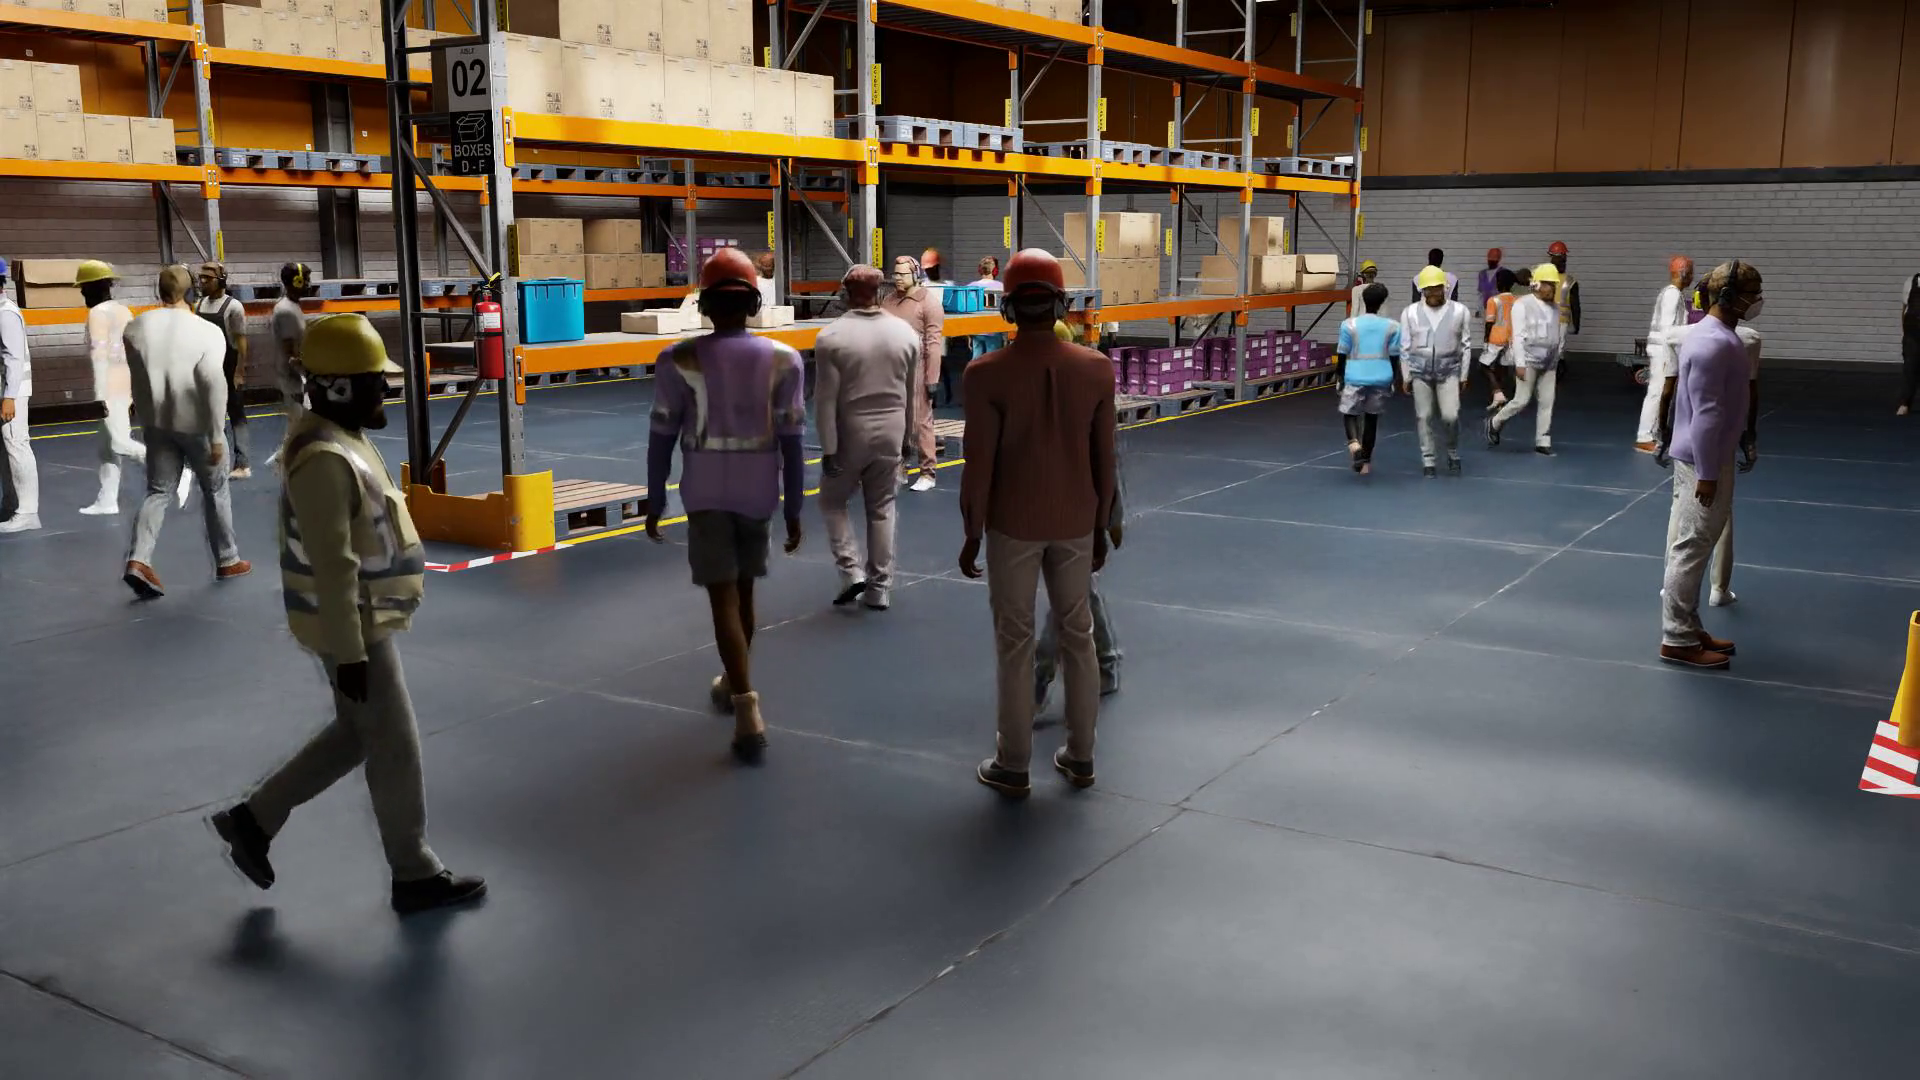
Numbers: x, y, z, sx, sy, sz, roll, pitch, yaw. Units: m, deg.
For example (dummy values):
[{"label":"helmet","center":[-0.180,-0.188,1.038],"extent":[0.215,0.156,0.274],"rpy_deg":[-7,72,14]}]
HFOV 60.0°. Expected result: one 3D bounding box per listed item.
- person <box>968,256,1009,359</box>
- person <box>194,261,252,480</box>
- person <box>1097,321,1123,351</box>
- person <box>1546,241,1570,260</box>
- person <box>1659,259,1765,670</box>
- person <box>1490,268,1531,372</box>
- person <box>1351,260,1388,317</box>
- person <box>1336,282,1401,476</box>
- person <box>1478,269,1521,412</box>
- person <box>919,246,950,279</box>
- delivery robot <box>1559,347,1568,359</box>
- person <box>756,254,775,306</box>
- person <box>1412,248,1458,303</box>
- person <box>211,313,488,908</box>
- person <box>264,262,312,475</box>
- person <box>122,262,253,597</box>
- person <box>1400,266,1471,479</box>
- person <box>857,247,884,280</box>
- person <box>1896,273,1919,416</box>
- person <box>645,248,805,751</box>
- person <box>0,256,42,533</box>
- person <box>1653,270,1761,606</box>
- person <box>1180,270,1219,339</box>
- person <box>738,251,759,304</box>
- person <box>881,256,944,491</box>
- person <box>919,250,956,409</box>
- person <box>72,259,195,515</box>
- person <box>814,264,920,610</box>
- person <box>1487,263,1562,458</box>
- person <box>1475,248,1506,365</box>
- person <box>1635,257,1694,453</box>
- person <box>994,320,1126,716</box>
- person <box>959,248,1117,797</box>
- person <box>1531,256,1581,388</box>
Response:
[{"label":"person","center":[0.306,-2.318,19.048],"extent":[0.565,1.835,0.387],"rpy_deg":[6,12,30]},{"label":"person","center":[-6.263,-1.426,14.071],"extent":[0.508,1.847,0.345],"rpy_deg":[3,11,18]},{"label":"person","center":[2.184,-3.474,25.091],"extent":[0.613,1.962,0.362],"rpy_deg":[2,10,11]},{"label":"person","center":[8.894,-3.457,24.906],"extent":[0.373,1.997,0.615],"rpy_deg":[2,10,10]},{"label":"person","center":[3.572,-0.359,7.927],"extent":[0.361,1.932,0.630],"rpy_deg":[5,11,26]},{"label":"person","center":[8.419,-3.320,25.242],"extent":[0.704,1.601,0.515],"rpy_deg":[-2,10,-11]},{"label":"person","center":[5.370,-2.799,21.928],"extent":[0.523,1.760,0.325],"rpy_deg":[-3,11,-14]},{"label":"person","center":[3.468,-1.344,14.114],"extent":[0.541,1.679,0.559],"rpy_deg":[1,10,3]},{"label":"person","center":[6.338,-2.323,19.471],"extent":[0.556,1.694,0.444],"rpy_deg":[-4,11,-20]},{"label":"person","center":[-0.473,-4.215,29.346],"extent":[0.592,1.911,0.545],"rpy_deg":[0,10,-2]},{"label":"delivery robot","center":[8.690,-2.765,24.811],"extent":[0.707,0.478,0.477],"rpy_deg":[4,11,19]},{"label":"person","center":[-2.589,-2.925,22.406],"extent":[0.575,1.851,0.935],"rpy_deg":[-4,11,-20]},{"label":"person","center":[6.139,-2.809,21.544],"extent":[0.596,1.915,0.373],"rpy_deg":[0,10,3]},{"label":"person","center":[-1.858,0.234,4.961],"extent":[0.747,1.811,0.610],"rpy_deg":[-3,11,-16]},{"label":"person","center":[-5.332,-1.292,13.317],"extent":[0.428,1.851,0.572],"rpy_deg":[-2,10,-11]},{"label":"person","center":[-4.497,-0.641,9.570],"extent":[0.638,1.906,0.951],"rpy_deg":[1,10,7]},{"label":"person","center":[4.017,-1.411,14.111],"extent":[0.586,1.809,0.407],"rpy_deg":[4,11,19]},{"label":"person","center":[-1.101,-2.660,20.361],"extent":[0.605,2.045,0.378],"rpy_deg":[9,14,42]},{"label":"person","center":[11.305,-2.472,19.327],"extent":[0.685,2.000,1.025],"rpy_deg":[9,14,41]},{"label":"person","center":[-0.937,-0.177,6.762],"extent":[0.631,1.997,1.043],"rpy_deg":[-4,11,-21]},{"label":"person","center":[-6.685,-1.033,11.607],"extent":[0.381,1.950,0.605],"rpy_deg":[-10,14,-43]},{"label":"person","center":[4.142,-0.563,9.237],"extent":[0.532,1.865,0.311],"rpy_deg":[5,11,25]},{"label":"person","center":[3.551,-3.162,24.400],"extent":[0.882,1.593,0.525],"rpy_deg":[-10,14,-43]},{"label":"person","center":[-2.669,-2.550,20.194],"extent":[0.580,1.882,0.808],"rpy_deg":[9,13,40]},{"label":"person","center":[-0.428,-1.343,13.483],"extent":[0.636,1.899,0.401],"rpy_deg":[9,14,42]},{"label":"person","center":[-0.307,-2.517,19.961],"extent":[0.546,1.908,0.472],"rpy_deg":[4,11,19]},{"label":"person","center":[-6.126,-1.117,12.262],"extent":[0.780,1.886,0.623],"rpy_deg":[-1,10,-6]},{"label":"person","center":[-0.525,-0.553,9.110],"extent":[0.646,1.892,0.442],"rpy_deg":[-5,11,-25]},{"label":"person","center":[5.363,-1.695,15.655],"extent":[0.583,1.813,0.700],"rpy_deg":[-5,11,-24]},{"label":"person","center":[8.698,-3.812,27.157],"extent":[0.756,1.889,0.659],"rpy_deg":[-9,13,-40]},{"label":"person","center":[6.729,-1.761,15.919],"extent":[0.421,1.850,0.645],"rpy_deg":[4,11,22]},{"label":"person","center":[0.391,-0.095,7.109],"extent":[0.928,1.693,0.495],"rpy_deg":[-9,14,-42]},{"label":"person","center":[0.275,-0.058,6.089],"extent":[0.613,1.991,0.392],"rpy_deg":[-4,11,-21]},{"label":"person","center":[8.231,-3.006,22.972],"extent":[0.664,1.793,0.958],"rpy_deg":[7,12,34]}]
